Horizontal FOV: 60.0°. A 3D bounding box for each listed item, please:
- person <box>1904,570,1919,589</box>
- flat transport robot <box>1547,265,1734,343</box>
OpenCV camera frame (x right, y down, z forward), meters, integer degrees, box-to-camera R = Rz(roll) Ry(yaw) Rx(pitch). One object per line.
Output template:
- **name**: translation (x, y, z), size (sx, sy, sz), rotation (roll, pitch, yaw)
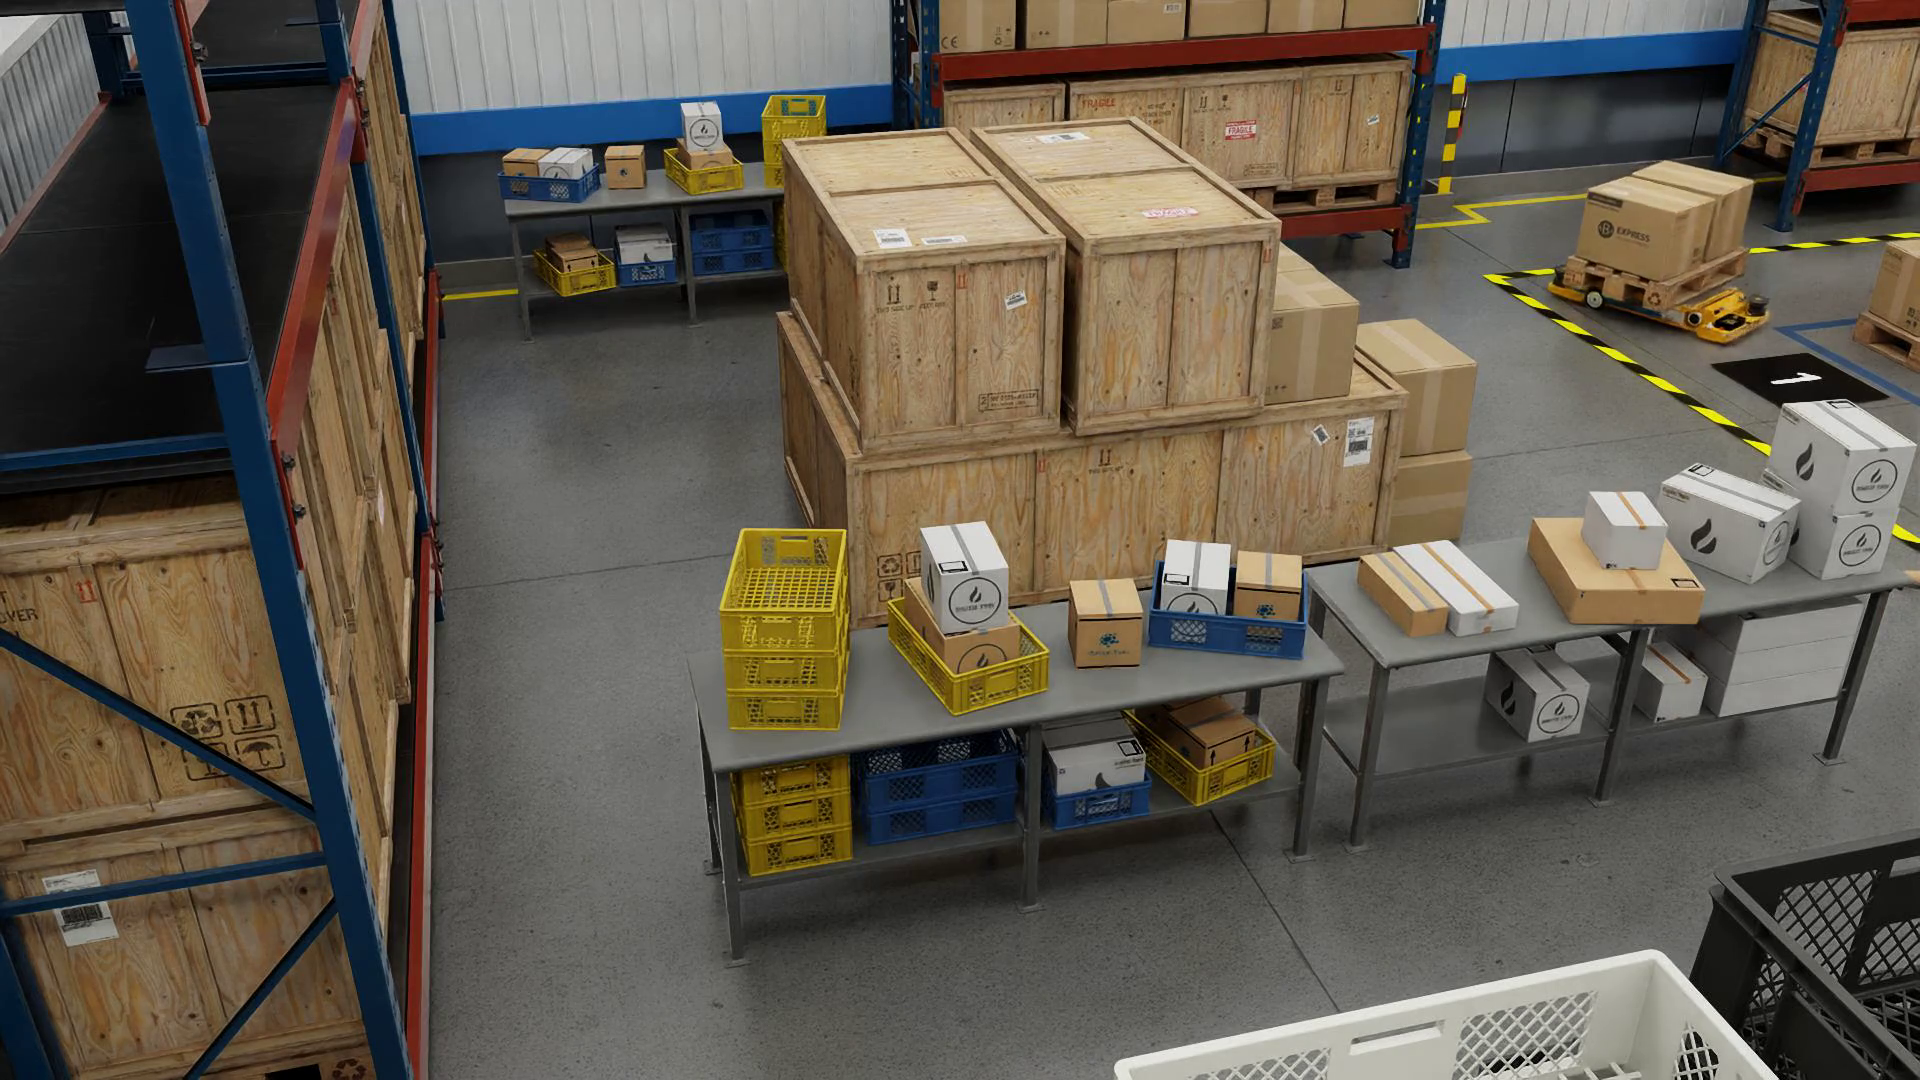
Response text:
- **person**: translation (5.200, -0.548, 8.286), size (0.389, 2.033, 0.605), rotation (1, 29, 3)
- **flat transport robot**: translation (5.205, -1.832, 12.414), size (0.652, 0.197, 1.431), rotation (-23, 36, -35)
